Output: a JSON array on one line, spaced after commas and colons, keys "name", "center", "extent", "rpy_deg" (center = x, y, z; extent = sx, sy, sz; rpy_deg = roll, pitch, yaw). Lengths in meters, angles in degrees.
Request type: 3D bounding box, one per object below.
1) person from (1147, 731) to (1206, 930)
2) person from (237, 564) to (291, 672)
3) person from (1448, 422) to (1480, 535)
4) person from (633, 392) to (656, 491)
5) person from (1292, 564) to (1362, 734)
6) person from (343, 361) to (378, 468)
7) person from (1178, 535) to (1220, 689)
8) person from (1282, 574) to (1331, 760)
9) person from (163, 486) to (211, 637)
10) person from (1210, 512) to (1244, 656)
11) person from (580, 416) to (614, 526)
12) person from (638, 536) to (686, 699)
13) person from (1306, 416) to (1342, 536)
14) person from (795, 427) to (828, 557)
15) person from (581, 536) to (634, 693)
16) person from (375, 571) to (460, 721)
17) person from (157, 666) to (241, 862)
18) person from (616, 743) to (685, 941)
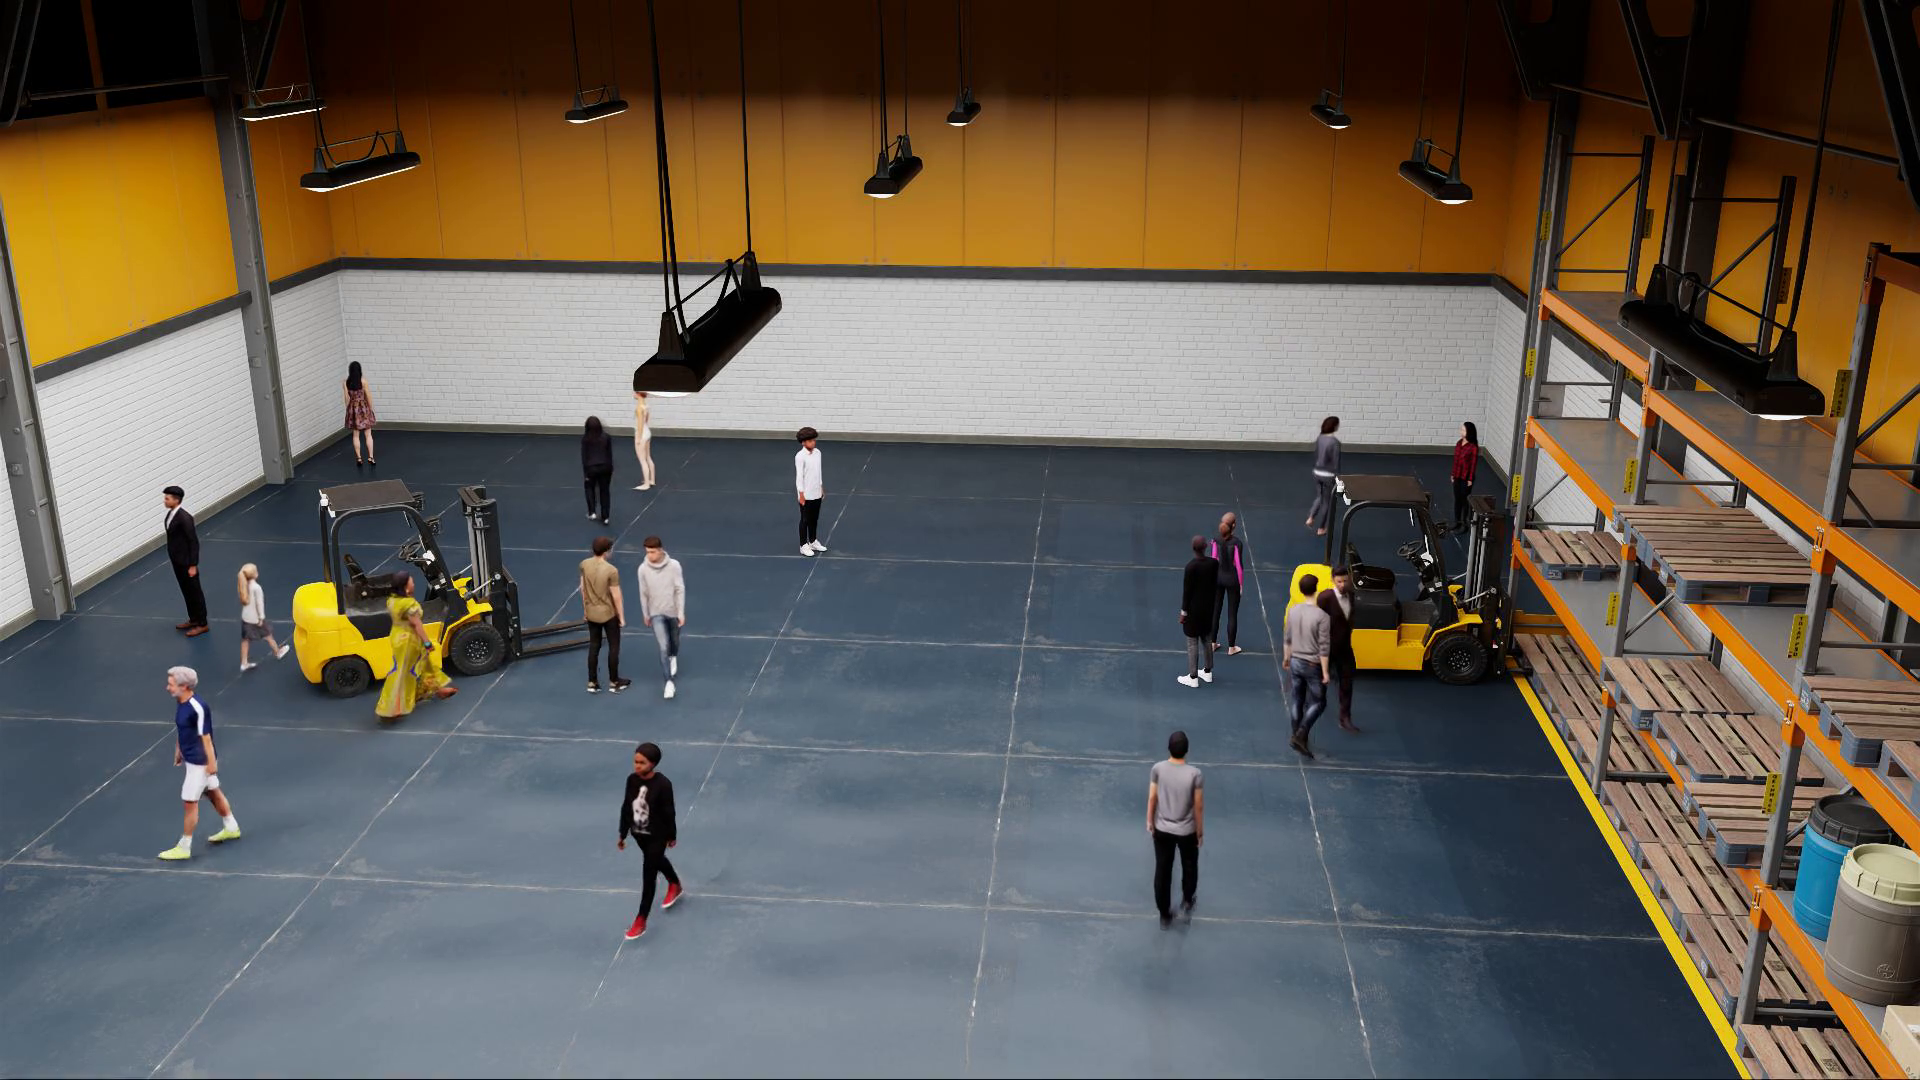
[{"name": "person", "center": [1.785, 2.447, 13.869], "extent": [0.727, 1.741, 0.879], "rpy_deg": [5, 19, 14]}, {"name": "person", "center": [-8.208, 0.909, 19.214], "extent": [0.684, 1.243, 0.924], "rpy_deg": [8, 20, 22]}, {"name": "person", "center": [7.281, -0.910, 23.976], "extent": [0.716, 1.652, 0.603], "rpy_deg": [-8, 20, -23]}, {"name": "person", "center": [-4.959, -1.613, 26.074], "extent": [0.613, 1.645, 0.404], "rpy_deg": [2, 19, 5]}, {"name": "person", "center": [3.912, 1.103, 17.721], "extent": [1.146, 1.829, 1.305], "rpy_deg": [-10, 21, -28]}, {"name": "person", "center": [-9.827, -2.066, 27.219], "extent": [0.742, 1.773, 0.760], "rpy_deg": [-4, 19, -11]}, {"name": "person", "center": [2.698, 0.789, 18.761], "extent": [0.727, 1.761, 0.766], "rpy_deg": [-13, 22, -33]}, {"name": "person", "center": [3.544, 1.305, 17.038], "extent": [1.037, 1.882, 0.976], "rpy_deg": [-15, 24, -37]}, {"name": "person", "center": [-9.414, 0.228, 20.236], "extent": [0.763, 1.883, 0.795], "rpy_deg": [17, 25, 42]}, {"name": "person", "center": [3.142, 0.498, 19.634], "extent": [0.653, 1.754, 0.695], "rpy_deg": [10, 21, 28]}, {"name": "person", "center": [-5.266, -0.999, 24.326], "extent": [0.777, 1.598, 0.823], "rpy_deg": [-9, 21, -26]}, {"name": "person", "center": [-3.285, 0.794, 18.671], "extent": [0.857, 1.808, 1.282], "rpy_deg": [-3, 19, -9]}, {"name": "person", "center": [5.176, -0.907, 23.803], "extent": [0.855, 1.757, 0.794], "rpy_deg": [-14, 23, -35]}, {"name": "person", "center": [-2.087, -0.697, 23.097], "extent": [0.786, 1.809, 0.679], "rpy_deg": [13, 23, 34]}, {"name": "person", "center": [-3.988, 0.802, 18.544], "extent": [0.801, 1.875, 0.845], "rpy_deg": [4, 19, 12]}, {"name": "person", "center": [-6.005, 1.176, 17.864], "extent": [1.316, 1.599, 1.285], "rpy_deg": [-14, 23, -35]}, {"name": "person", "center": [-6.850, 1.975, 15.162], "extent": [1.087, 1.810, 1.029], "rpy_deg": [-15, 24, -38]}, {"name": "person", "center": [-2.567, 2.453, 14.032], "extent": [0.870, 1.626, 1.181], "rpy_deg": [9, 20, 24]}]
